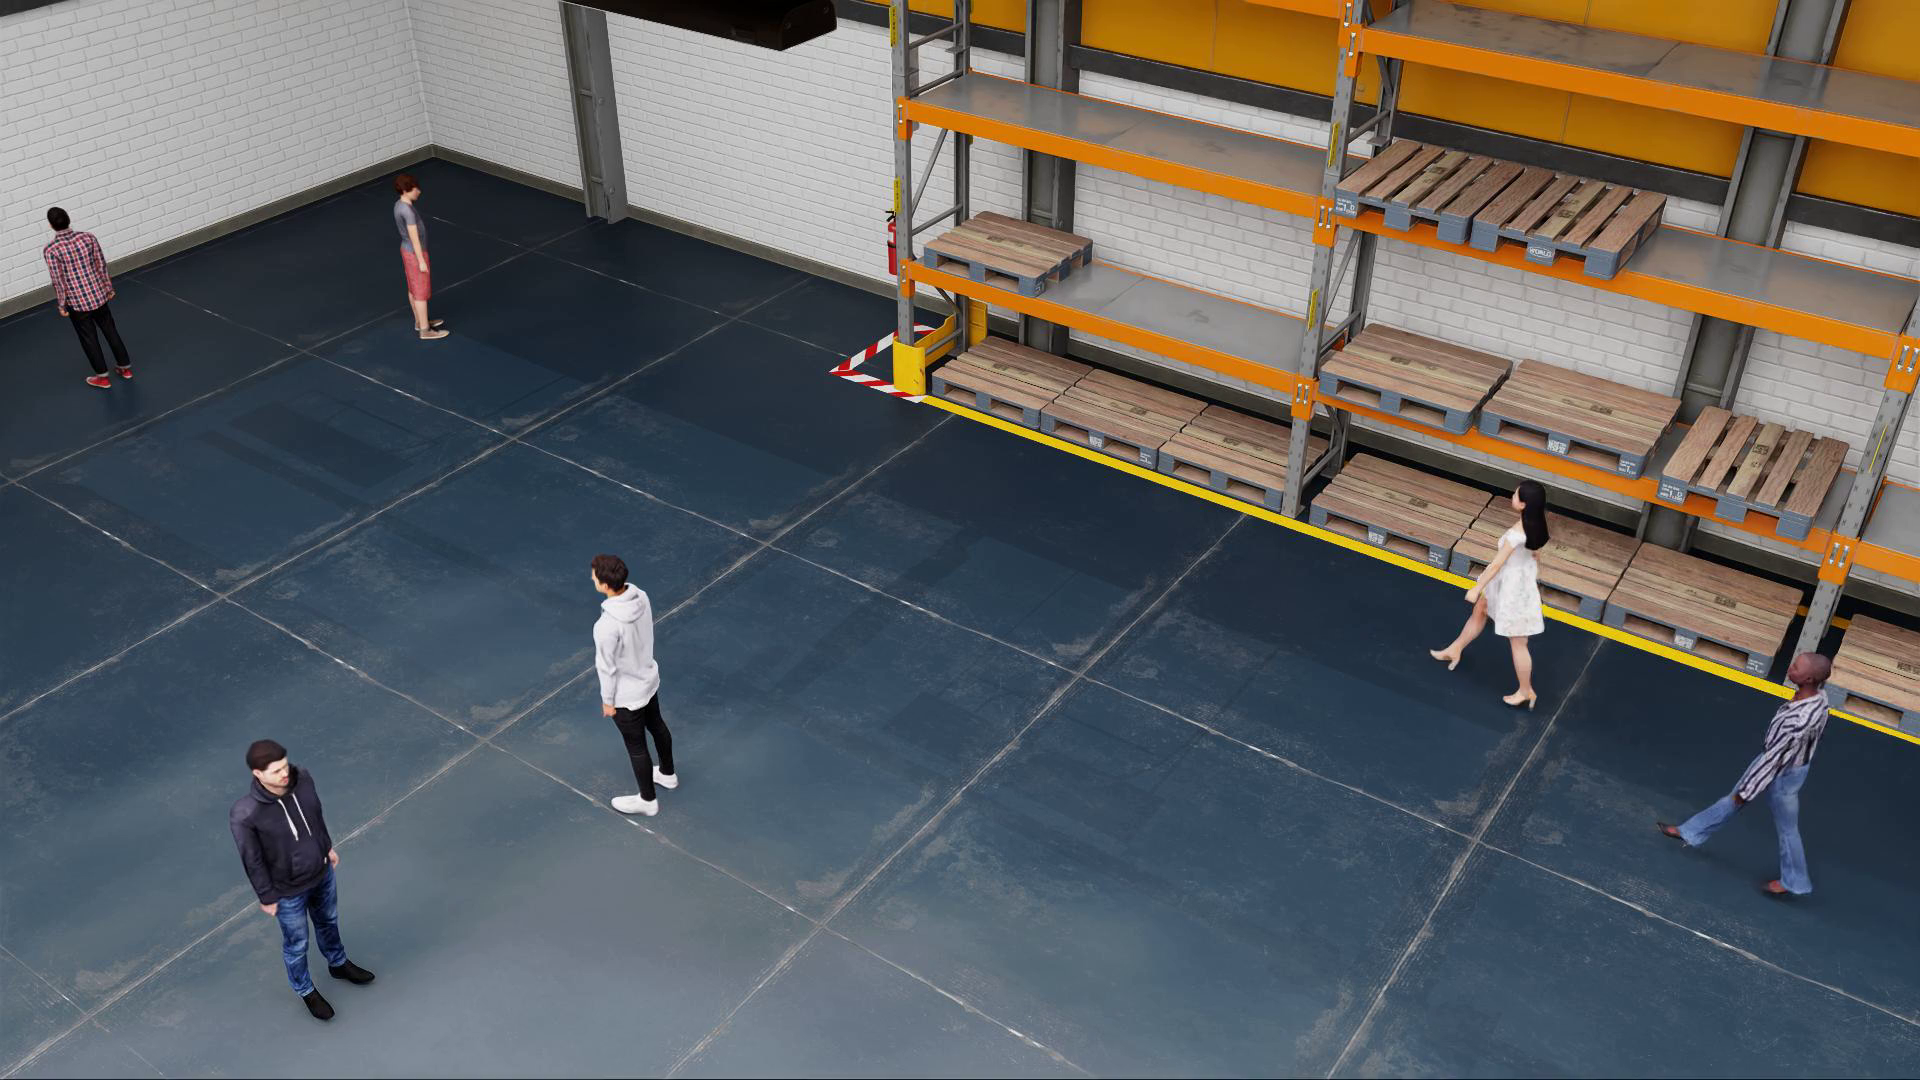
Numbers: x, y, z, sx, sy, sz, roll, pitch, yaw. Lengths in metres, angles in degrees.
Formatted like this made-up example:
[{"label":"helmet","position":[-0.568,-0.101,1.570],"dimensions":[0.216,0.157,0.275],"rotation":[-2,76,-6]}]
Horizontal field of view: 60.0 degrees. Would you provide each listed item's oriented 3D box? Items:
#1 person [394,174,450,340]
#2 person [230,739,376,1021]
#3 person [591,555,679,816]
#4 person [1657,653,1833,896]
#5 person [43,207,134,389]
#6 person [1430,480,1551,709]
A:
[{"label":"person","position":[-5.369,-2.803,16.378],"dimensions":[0.734,1.649,0.621],"rotation":[-15,36,-21]},{"label":"person","position":[-3.668,1.831,9.186],"dimensions":[0.599,1.893,0.698],"rotation":[17,37,23]},{"label":"person","position":[-2.064,0.903,10.554],"dimensions":[0.681,1.924,0.733],"rotation":[10,35,14]},{"label":"person","position":[4.967,1.457,9.879],"dimensions":[1.172,1.747,0.706],"rotation":[19,38,26]},{"label":"person","position":[-8.141,-2.267,15.469],"dimensions":[0.553,1.761,0.692],"rotation":[20,39,28]},{"label":"person","position":[3.879,0.422,11.445],"dimensions":[1.081,1.738,0.686],"rotation":[24,40,31]}]
